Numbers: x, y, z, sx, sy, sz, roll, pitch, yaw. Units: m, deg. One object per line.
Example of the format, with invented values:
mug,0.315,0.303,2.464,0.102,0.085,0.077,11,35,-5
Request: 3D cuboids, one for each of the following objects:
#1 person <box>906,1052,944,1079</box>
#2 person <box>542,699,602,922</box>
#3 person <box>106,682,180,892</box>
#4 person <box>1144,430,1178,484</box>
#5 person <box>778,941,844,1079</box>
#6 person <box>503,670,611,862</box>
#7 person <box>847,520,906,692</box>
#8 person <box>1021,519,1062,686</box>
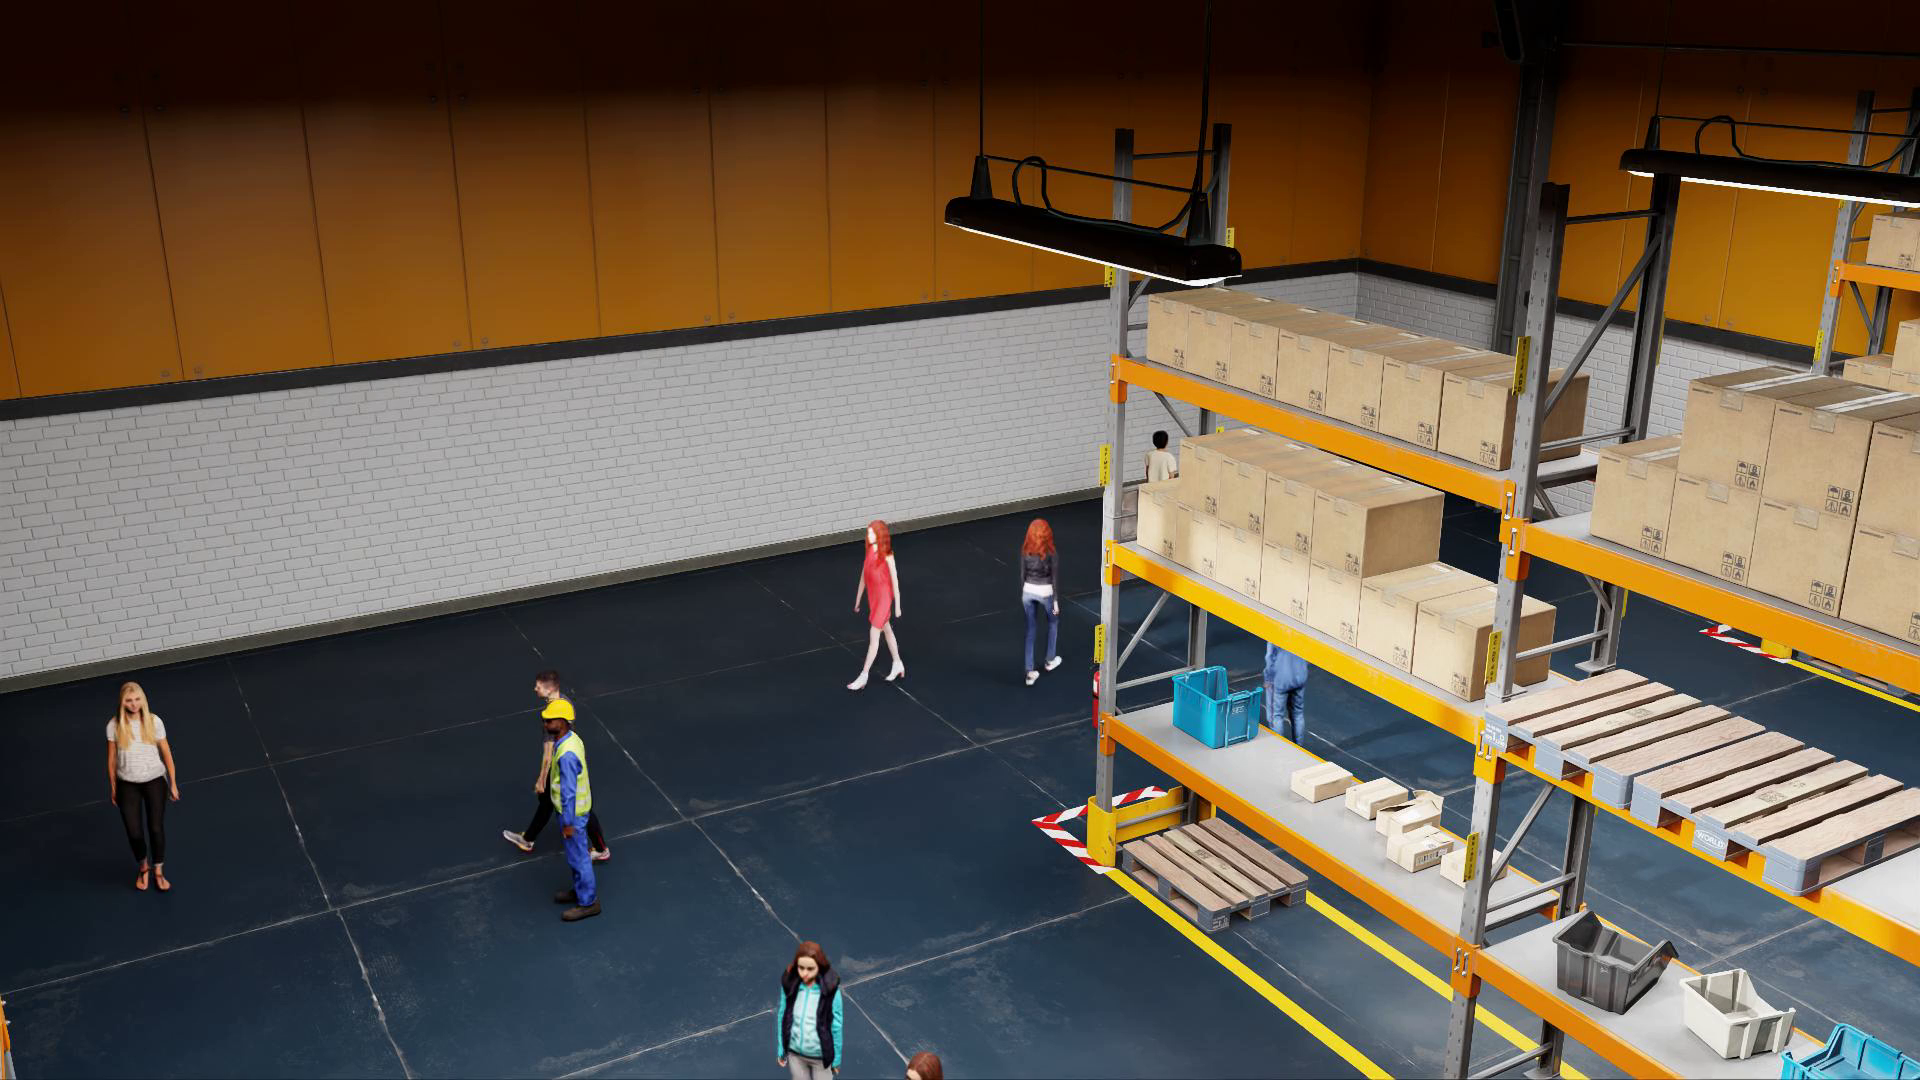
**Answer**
person,-0.169,3.493,8.959,0.552,1.728,0.694,15,24,38
person,-3.036,2.086,13.005,0.758,1.812,0.571,-6,20,-17
person,-6.595,1.954,13.394,0.638,1.814,0.582,-11,22,-30
person,2.583,-0.647,21.472,0.581,1.588,0.720,12,22,31
person,-0.928,3.144,10.351,0.709,1.500,0.770,6,19,16
person,-3.179,1.901,13.708,1.041,1.713,1.169,-1,19,-3
person,-0.749,0.652,17.284,0.732,1.797,0.938,-13,22,-33
person,0.791,0.662,17.302,0.953,1.767,0.980,7,20,20
